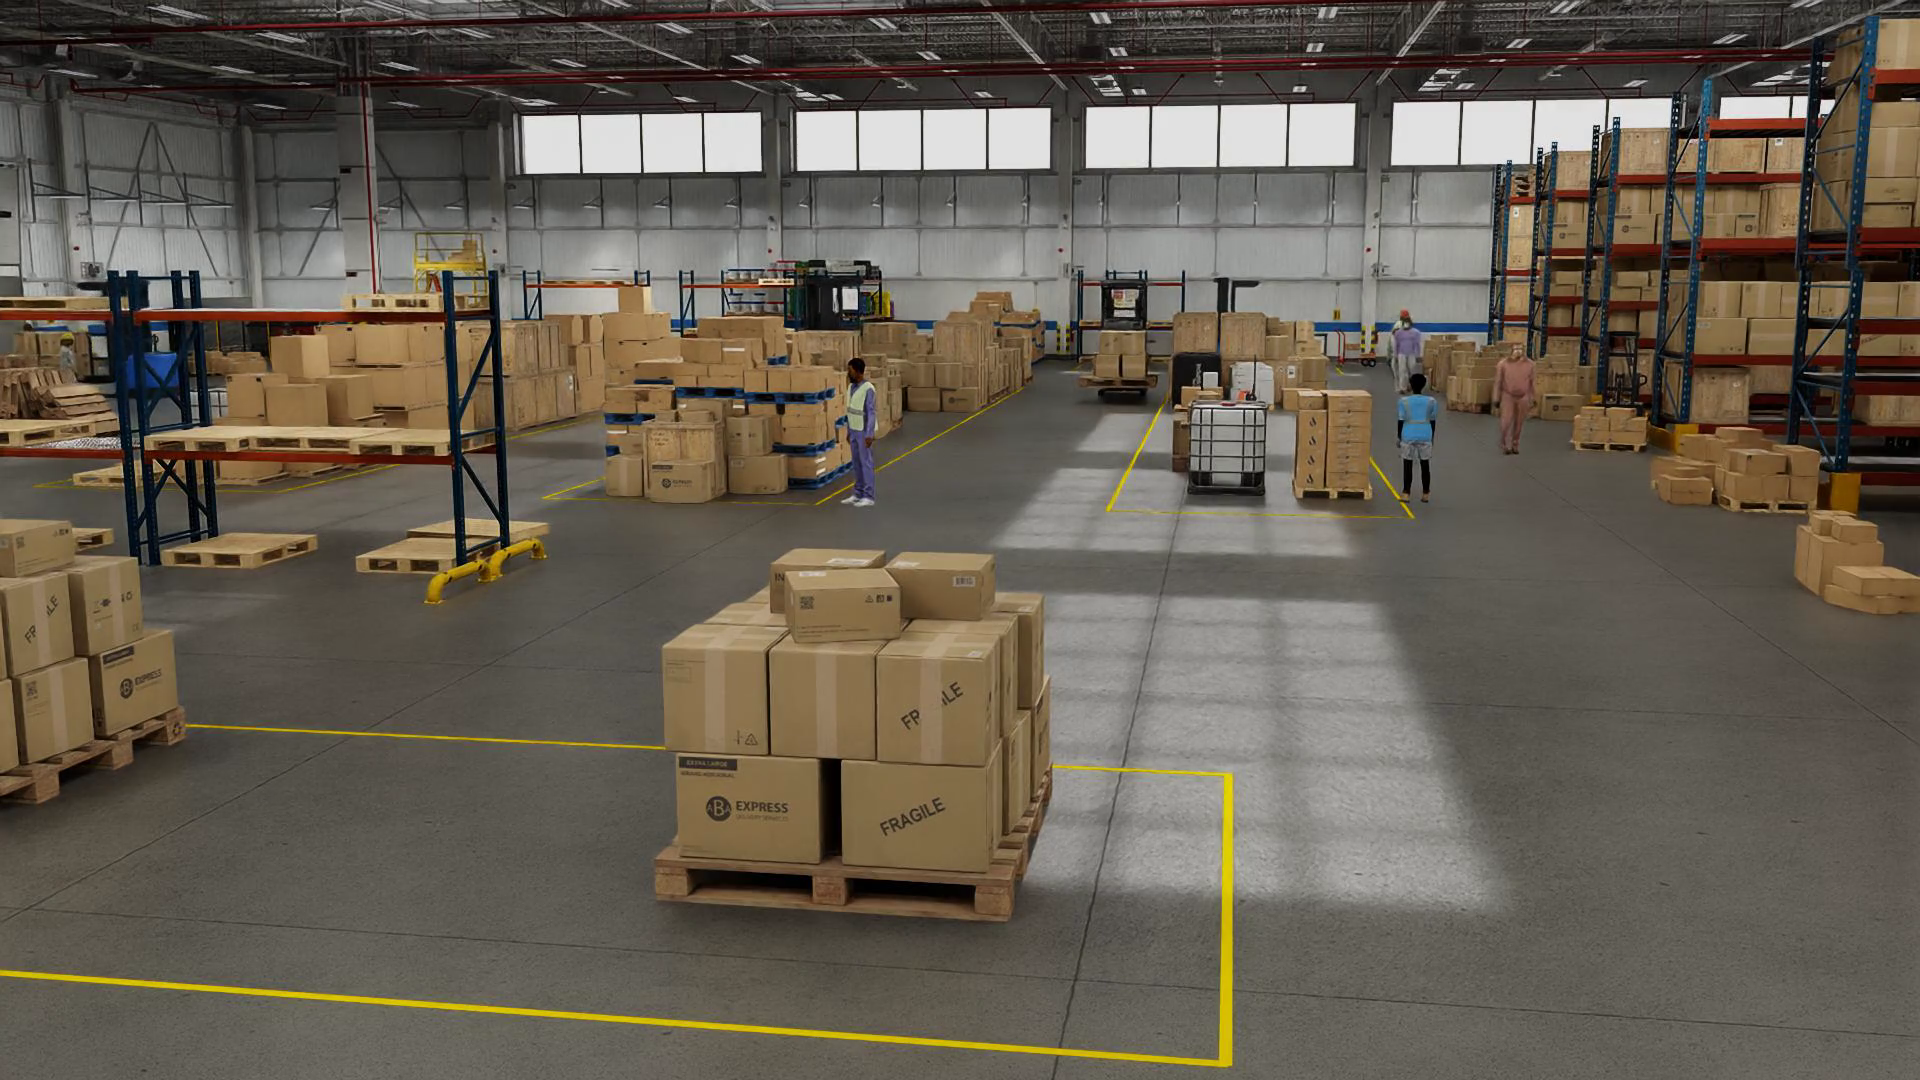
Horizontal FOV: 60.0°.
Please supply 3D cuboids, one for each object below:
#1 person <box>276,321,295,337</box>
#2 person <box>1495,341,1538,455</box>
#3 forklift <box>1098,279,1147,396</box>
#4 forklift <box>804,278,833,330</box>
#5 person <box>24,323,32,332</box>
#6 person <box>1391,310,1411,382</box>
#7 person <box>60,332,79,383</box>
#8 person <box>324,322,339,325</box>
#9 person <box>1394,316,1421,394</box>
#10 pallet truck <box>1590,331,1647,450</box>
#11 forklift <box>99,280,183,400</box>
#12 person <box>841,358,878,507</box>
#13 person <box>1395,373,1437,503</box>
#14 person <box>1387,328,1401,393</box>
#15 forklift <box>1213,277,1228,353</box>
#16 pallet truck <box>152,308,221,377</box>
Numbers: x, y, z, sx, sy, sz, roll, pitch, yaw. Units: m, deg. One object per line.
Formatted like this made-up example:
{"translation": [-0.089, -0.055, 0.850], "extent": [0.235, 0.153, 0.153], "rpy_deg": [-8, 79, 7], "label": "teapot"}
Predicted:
{"translation": [-14.812, -3.877, 36.779], "extent": [0.635, 1.922, 0.593], "rpy_deg": [0, 9, 1], "label": "person"}
{"translation": [9.148, -2.309, 27.281], "extent": [0.647, 1.870, 0.925], "rpy_deg": [1, 9, 4], "label": "person"}
{"translation": [4.005, -4.963, 40.526], "extent": [1.129, 2.768, 1.873], "rpy_deg": [1, 9, 8], "label": "forklift"}
{"translation": [-3.630, -5.346, 42.886], "extent": [1.873, 2.768, 1.129], "rpy_deg": [-6, 11, -35], "label": "forklift"}
{"translation": [-24.867, -4.979, 44.516], "extent": [0.519, 1.619, 0.624], "rpy_deg": [-8, 12, -39], "label": "person"}
{"translation": [12.000, -5.273, 45.230], "extent": [0.474, 1.972, 0.706], "rpy_deg": [-3, 10, -15], "label": "person"}
{"translation": [-19.023, -3.579, 35.549], "extent": [0.478, 1.728, 0.496], "rpy_deg": [-3, 10, -17], "label": "person"}
{"translation": [-16.427, -5.001, 43.683], "extent": [0.653, 1.927, 0.453], "rpy_deg": [-4, 10, -22], "label": "person"}
{"translation": [10.980, -4.540, 40.878], "extent": [0.640, 1.919, 0.623], "rpy_deg": [3, 10, 16], "label": "person"}
{"translation": [11.253, -2.573, 28.499], "extent": [0.823, 1.965, 1.885], "rpy_deg": [5, 10, 27], "label": "pallet truck"}
{"translation": [-19.310, -4.713, 38.979], "extent": [1.873, 2.768, 1.129], "rpy_deg": [1, 9, 9], "label": "forklift"}
{"translation": [-1.276, -1.392, 21.471], "extent": [0.394, 1.915, 0.587], "rpy_deg": [-6, 11, -31], "label": "person"}
{"translation": [5.953, -1.324, 21.717], "extent": [0.535, 1.697, 0.322], "rpy_deg": [0, 9, 1], "label": "person"}
{"translation": [10.850, -4.450, 41.217], "extent": [0.537, 1.614, 0.411], "rpy_deg": [7, 12, 37], "label": "person"}
{"translation": [7.602, -6.240, 48.398], "extent": [1.873, 2.768, 1.129], "rpy_deg": [1, 9, 9], "label": "forklift"}
{"translation": [-21.869, -5.598, 47.154], "extent": [0.823, 1.965, 1.885], "rpy_deg": [4, 10, 26], "label": "pallet truck"}
